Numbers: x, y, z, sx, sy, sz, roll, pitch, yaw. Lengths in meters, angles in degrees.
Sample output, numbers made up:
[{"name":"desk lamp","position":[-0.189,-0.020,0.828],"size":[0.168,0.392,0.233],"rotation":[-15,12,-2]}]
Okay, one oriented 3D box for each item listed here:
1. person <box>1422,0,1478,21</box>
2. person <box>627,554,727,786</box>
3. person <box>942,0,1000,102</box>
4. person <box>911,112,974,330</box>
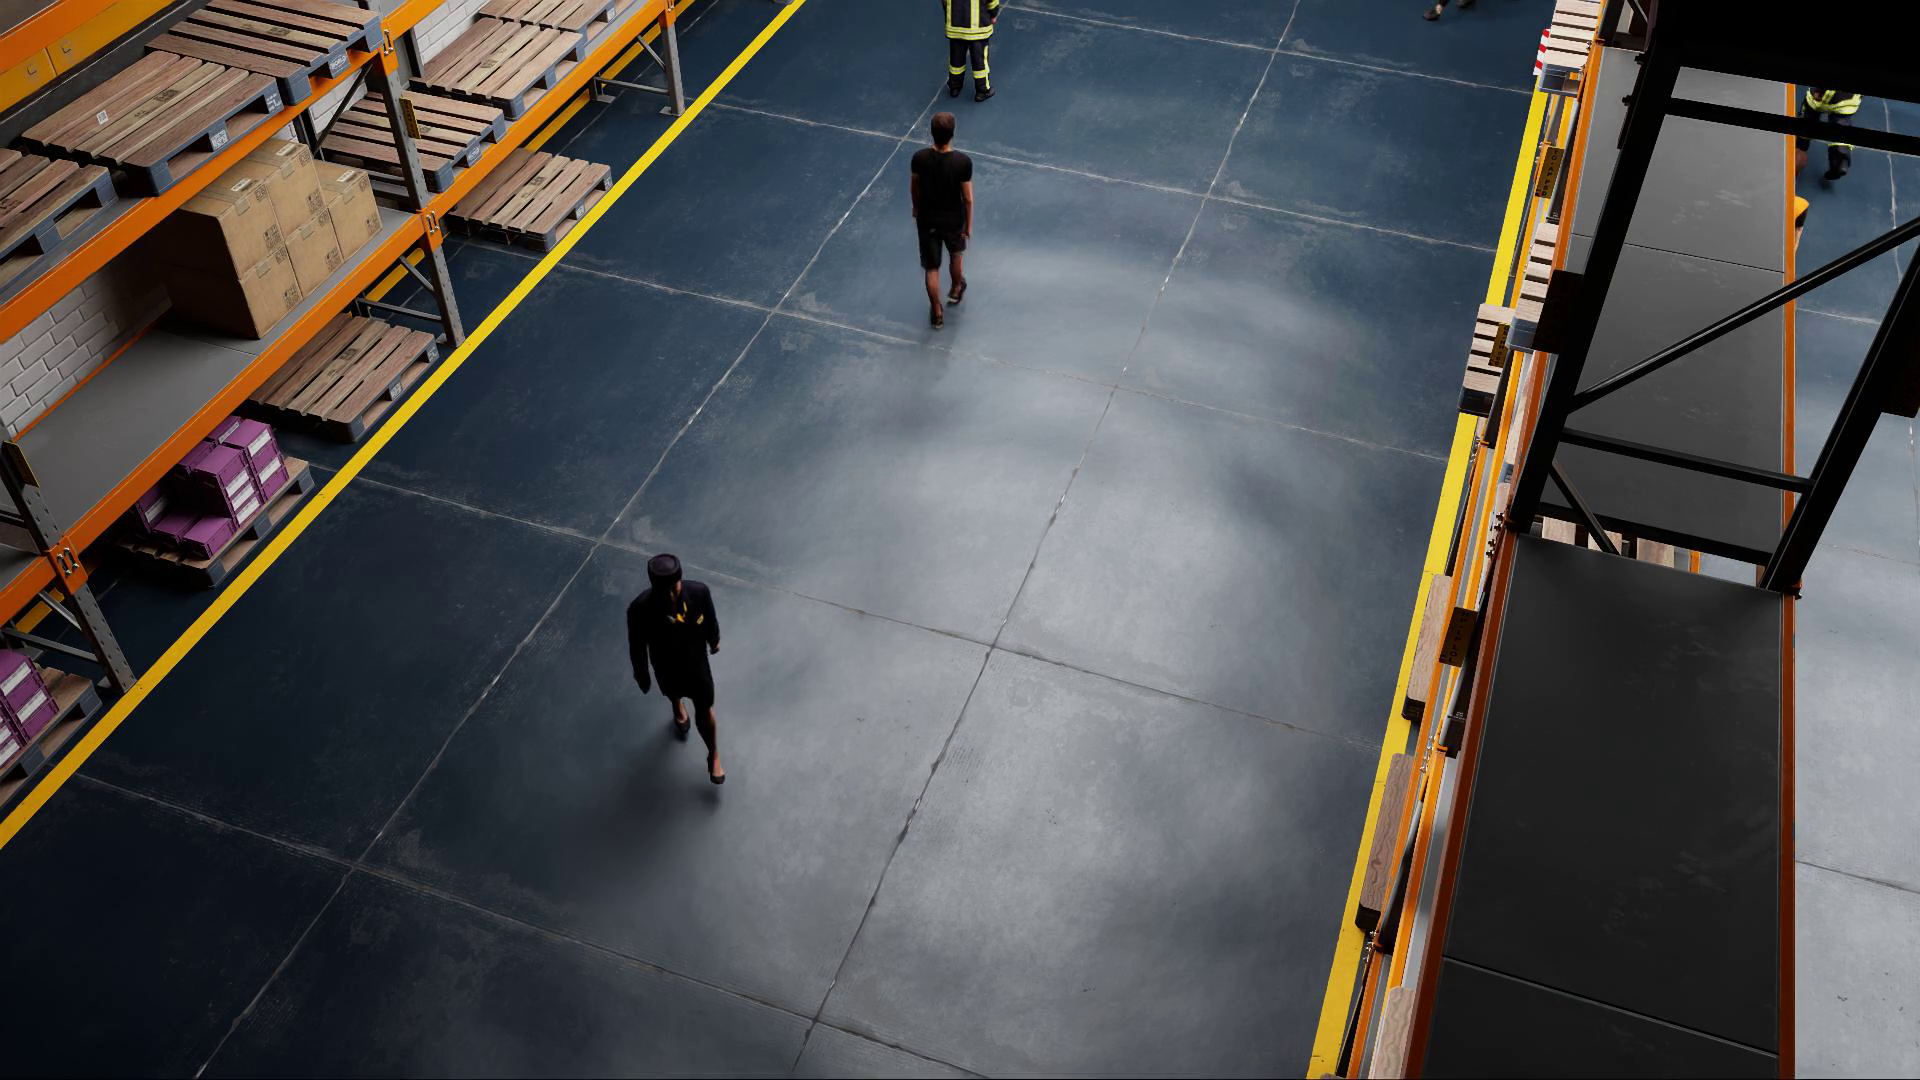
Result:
[{"name":"person","position":[5.350,-6.212,17.487],"size":[1.071,1.440,1.005],"rotation":[-19,47,-19]},{"name":"person","position":[-1.727,0.672,10.124],"size":[1.091,1.628,1.179],"rotation":[-14,45,-15]},{"name":"person","position":[0.084,-5.150,16.067],"size":[0.752,1.861,0.683],"rotation":[17,46,17]},{"name":"person","position":[-0.171,-2.509,13.310],"size":[0.823,1.839,0.989],"rotation":[1,44,1]}]
